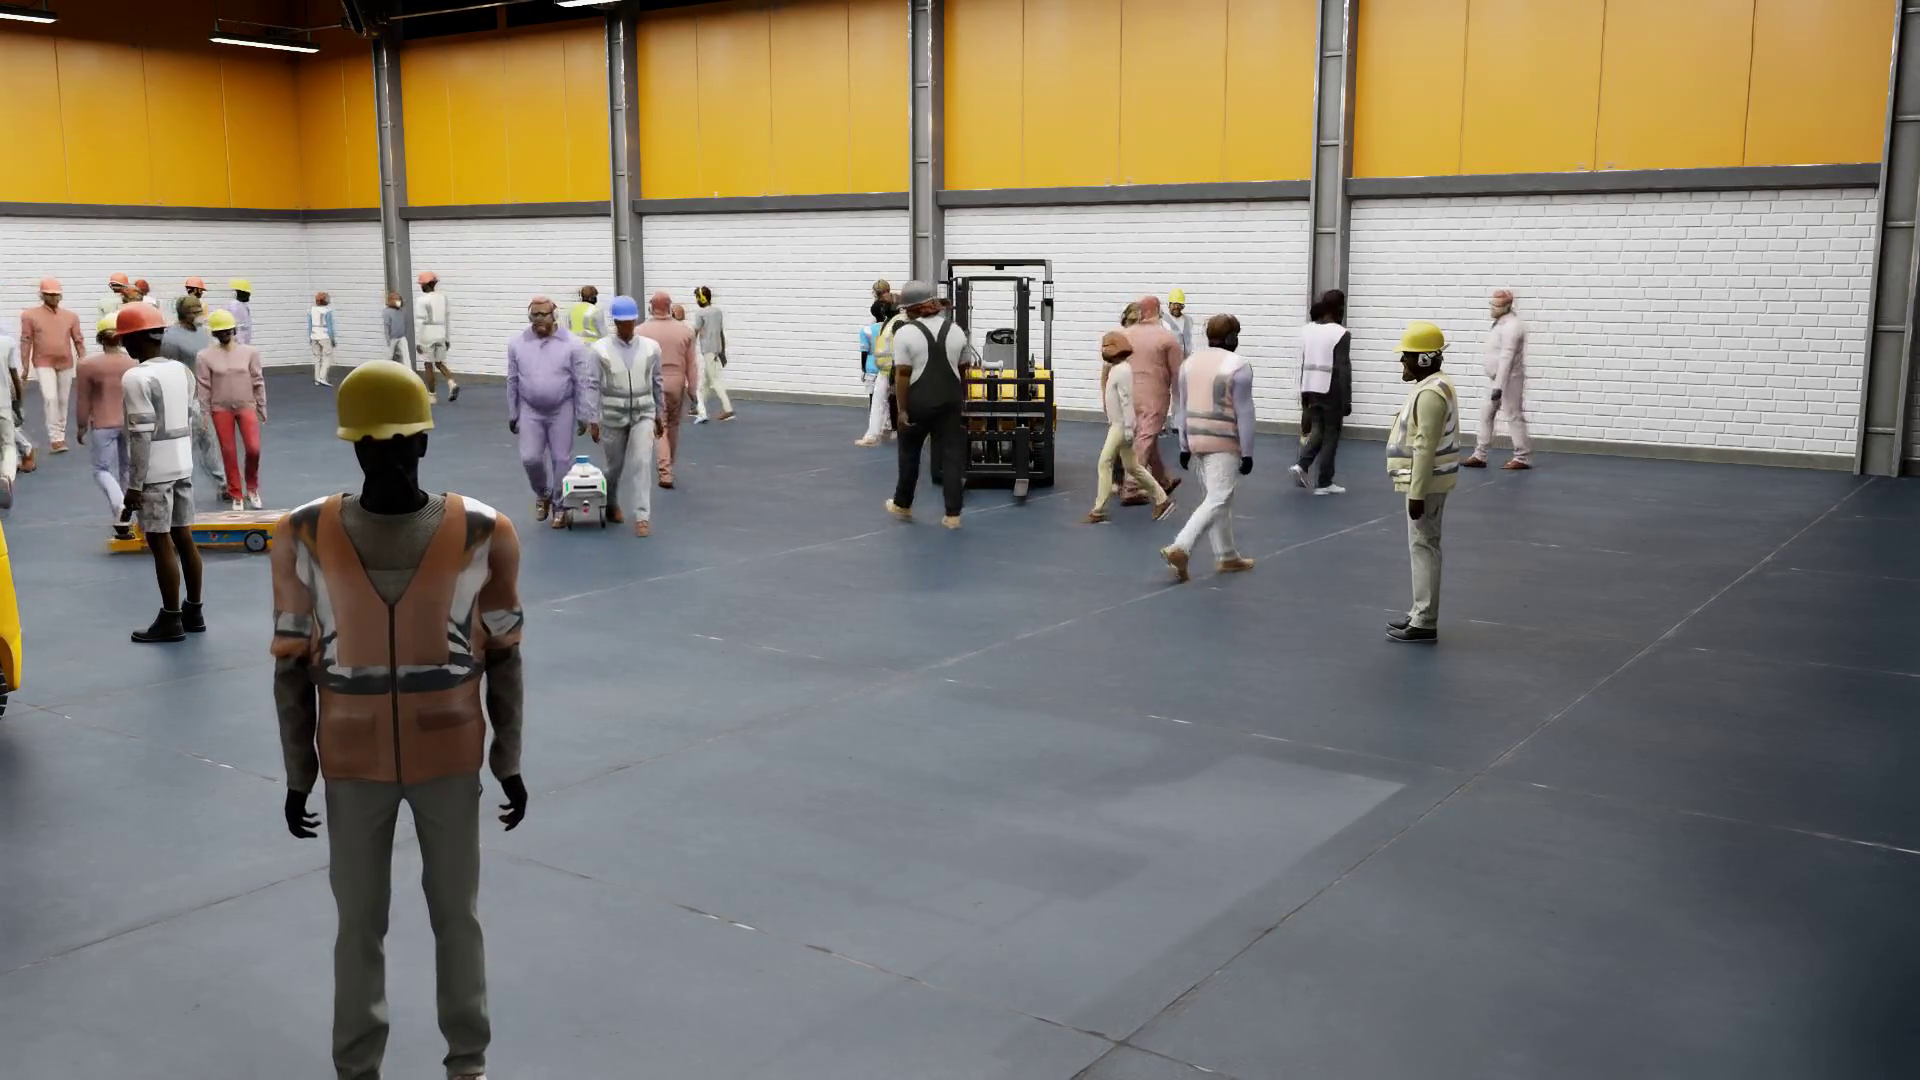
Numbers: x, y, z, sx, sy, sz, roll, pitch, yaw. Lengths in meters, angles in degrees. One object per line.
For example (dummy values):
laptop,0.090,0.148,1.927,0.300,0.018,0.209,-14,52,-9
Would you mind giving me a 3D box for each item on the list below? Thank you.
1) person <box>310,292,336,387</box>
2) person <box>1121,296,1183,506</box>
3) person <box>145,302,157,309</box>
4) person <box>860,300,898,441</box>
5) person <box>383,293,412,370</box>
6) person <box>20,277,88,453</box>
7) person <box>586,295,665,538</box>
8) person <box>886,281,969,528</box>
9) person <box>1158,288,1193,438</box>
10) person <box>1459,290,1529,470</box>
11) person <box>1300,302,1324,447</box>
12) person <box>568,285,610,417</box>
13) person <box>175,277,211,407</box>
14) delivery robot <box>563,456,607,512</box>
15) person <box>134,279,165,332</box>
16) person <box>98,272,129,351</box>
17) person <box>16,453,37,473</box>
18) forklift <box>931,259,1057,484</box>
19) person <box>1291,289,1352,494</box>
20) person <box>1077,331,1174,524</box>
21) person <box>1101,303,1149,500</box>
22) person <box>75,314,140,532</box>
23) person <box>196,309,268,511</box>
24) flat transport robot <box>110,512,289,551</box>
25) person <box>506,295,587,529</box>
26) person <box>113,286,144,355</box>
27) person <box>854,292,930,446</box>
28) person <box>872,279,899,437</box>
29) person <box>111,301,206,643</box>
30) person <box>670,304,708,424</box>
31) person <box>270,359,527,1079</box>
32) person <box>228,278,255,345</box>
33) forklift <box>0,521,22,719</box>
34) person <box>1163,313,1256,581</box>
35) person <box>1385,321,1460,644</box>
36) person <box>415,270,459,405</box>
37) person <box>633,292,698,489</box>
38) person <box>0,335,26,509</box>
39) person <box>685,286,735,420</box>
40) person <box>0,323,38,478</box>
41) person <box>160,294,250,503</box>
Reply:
person,-11.040,-3.451,28.675,0.572,1.628,0.391,5,11,29
person,1.751,-1.254,14.891,0.663,1.842,1.015,9,13,43
person,-10.584,-2.294,21.767,0.440,1.614,0.529,-1,10,-3
person,-0.941,-2.021,19.916,0.532,1.697,0.322,-2,10,-14
person,-9.997,-3.580,29.539,0.875,1.584,0.526,8,12,39
person,-10.138,-1.957,18.719,0.850,1.964,0.654,9,13,43
person,-2.686,-1.007,13.312,0.629,1.909,0.950,-3,10,-19
person,-0.269,-1.138,13.640,0.764,2.000,0.957,-4,10,-25
person,2.622,-2.158,20.353,0.601,1.824,0.403,-6,11,-30
person,5.543,-1.634,17.131,0.805,1.863,0.677,0,10,-1
person,4.127,-1.913,19.314,0.321,1.690,0.527,1,10,8
person,-5.077,-2.612,23.074,0.631,1.821,0.577,9,13,42
person,-11.251,-2.908,24.520,0.546,1.928,0.385,4,10,21
delivery robot,-3.099,-0.450,13.683,0.477,0.478,0.707,-3,10,-15
person,-13.104,-3.254,26.744,0.477,1.875,0.609,6,11,34
person,-12.100,-2.865,24.060,0.622,1.994,0.381,-1,10,-5
person,-9.797,-1.625,16.678,0.953,1.992,0.620,2,10,11
forklift,0.370,-1.738,16.759,1.214,2.155,2.313,1,10,3
person,3.376,-1.356,15.351,0.465,1.899,0.612,-5,11,-28
person,1.391,-0.921,13.730,0.805,1.604,0.507,0,10,1
person,1.544,-1.243,15.062,0.538,1.779,0.834,3,10,15
person,-6.587,-0.889,13.000,0.531,1.747,0.656,-9,13,-42
person,-6.259,-1.107,14.319,0.540,1.743,0.445,-5,11,-25
flat transport robot,-5.568,-0.080,12.601,1.431,0.197,0.652,-1,10,-5
person,-3.333,-1.030,13.440,0.655,1.890,0.434,-1,10,-4
person,-9.821,-2.107,19.944,0.840,1.852,0.616,9,13,42
person,-0.736,-1.981,19.400,0.938,1.807,0.635,-4,10,-22
person,-0.923,-2.236,20.505,0.371,1.933,0.627,2,10,12
person,-4.571,-0.382,9.456,0.368,1.934,0.543,1,10,6
person,-3.719,-2.338,22.147,0.894,1.593,0.534,7,12,37
person,-1.358,0.525,4.072,0.585,1.928,0.378,-2,10,-14
person,-10.872,-2.992,25.119,0.568,1.898,0.622,-1,10,-7
forklift,-5.296,-0.090,6.943,1.214,2.155,2.313,7,12,35
person,1.704,-0.632,11.313,0.851,1.821,0.639,-6,11,-33
person,2.621,-0.325,9.445,0.403,1.825,0.593,3,10,18
person,-7.847,-3.014,24.836,0.587,2.030,0.637,6,11,31
person,-2.897,-1.454,16.066,0.671,1.850,0.977,-4,10,-23
person,-8.330,-1.147,14.301,0.502,1.845,0.720,-5,11,-27
person,-3.420,-2.548,22.716,0.935,1.817,0.493,5,11,25
person,-9.483,-1.509,16.254,0.687,1.907,0.621,3,10,19
person,-6.908,-1.254,14.833,1.025,1.884,0.713,1,10,8
